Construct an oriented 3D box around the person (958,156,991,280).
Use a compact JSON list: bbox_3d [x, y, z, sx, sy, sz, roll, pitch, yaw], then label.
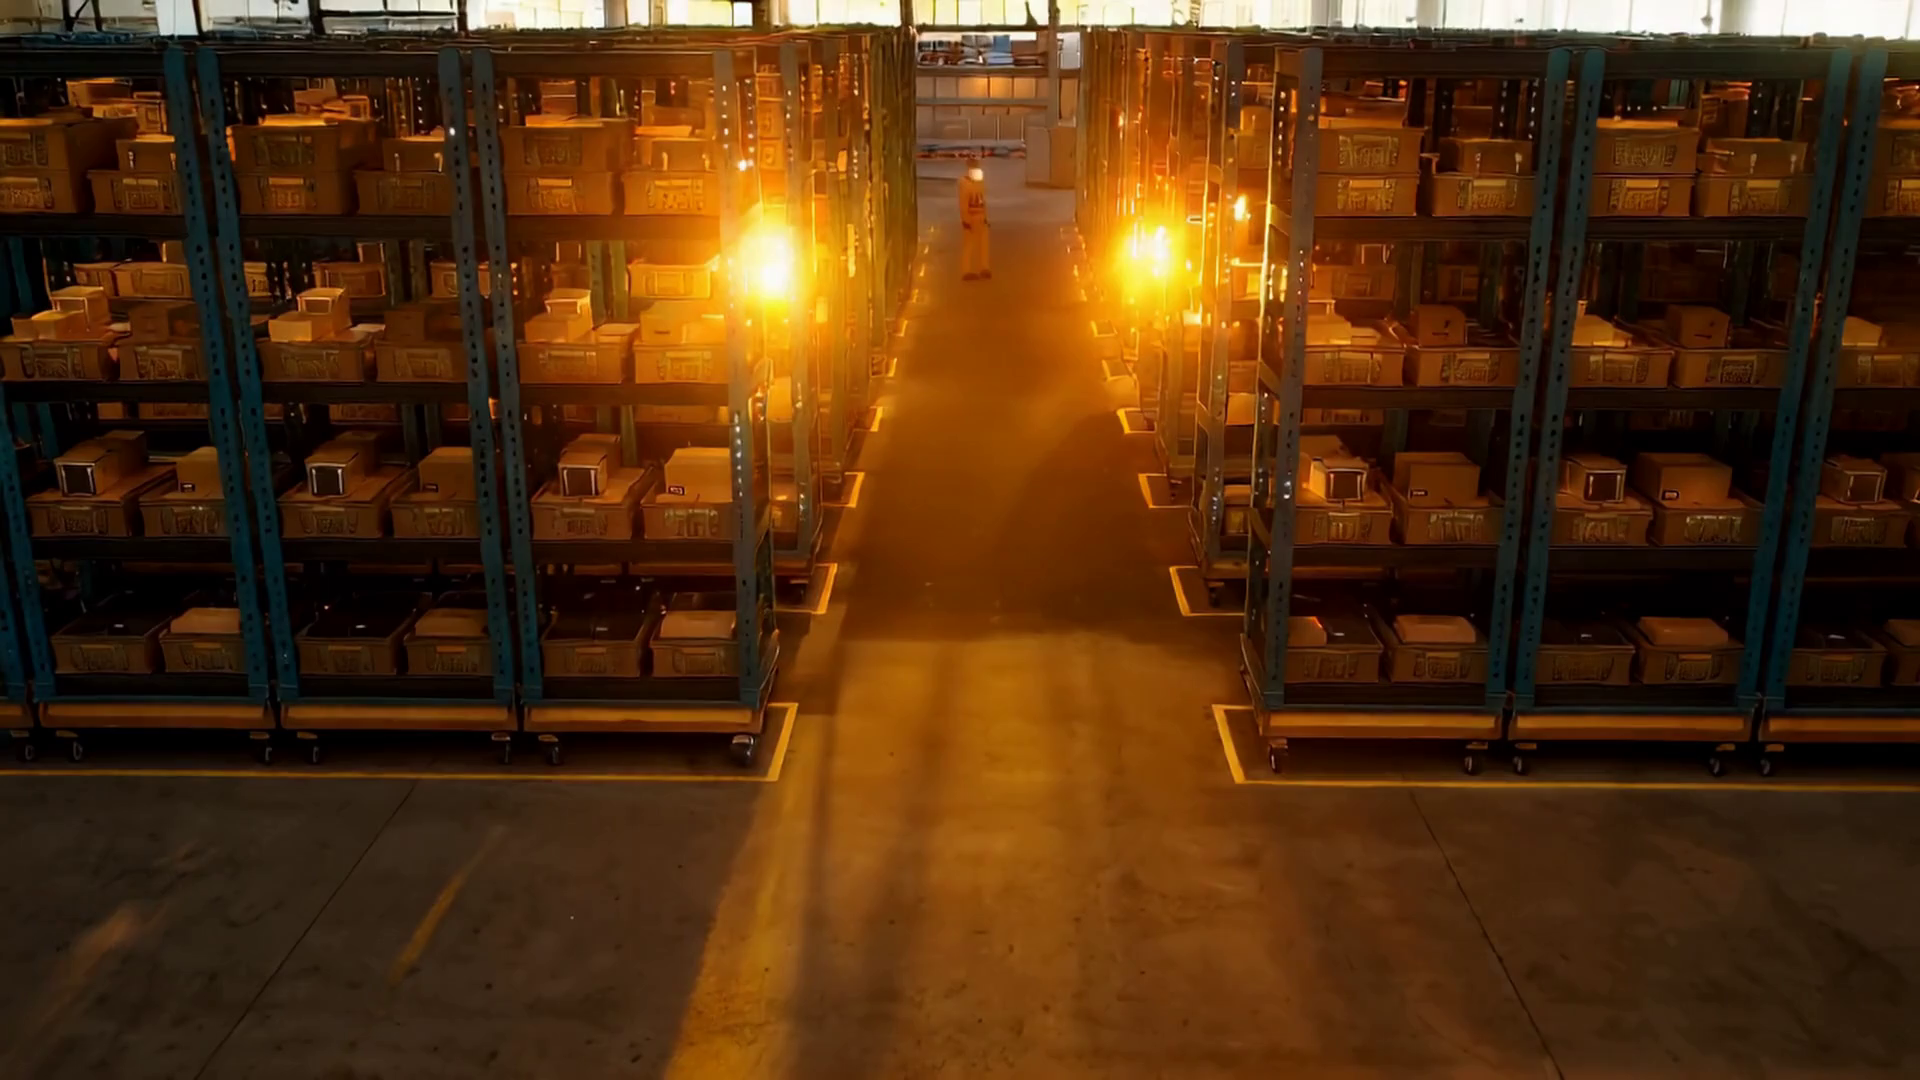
[{"bbox_3d":[0.235,-4.754,24.544,0.416,1.814,0.615,15,23,39],"label":"person"}]
